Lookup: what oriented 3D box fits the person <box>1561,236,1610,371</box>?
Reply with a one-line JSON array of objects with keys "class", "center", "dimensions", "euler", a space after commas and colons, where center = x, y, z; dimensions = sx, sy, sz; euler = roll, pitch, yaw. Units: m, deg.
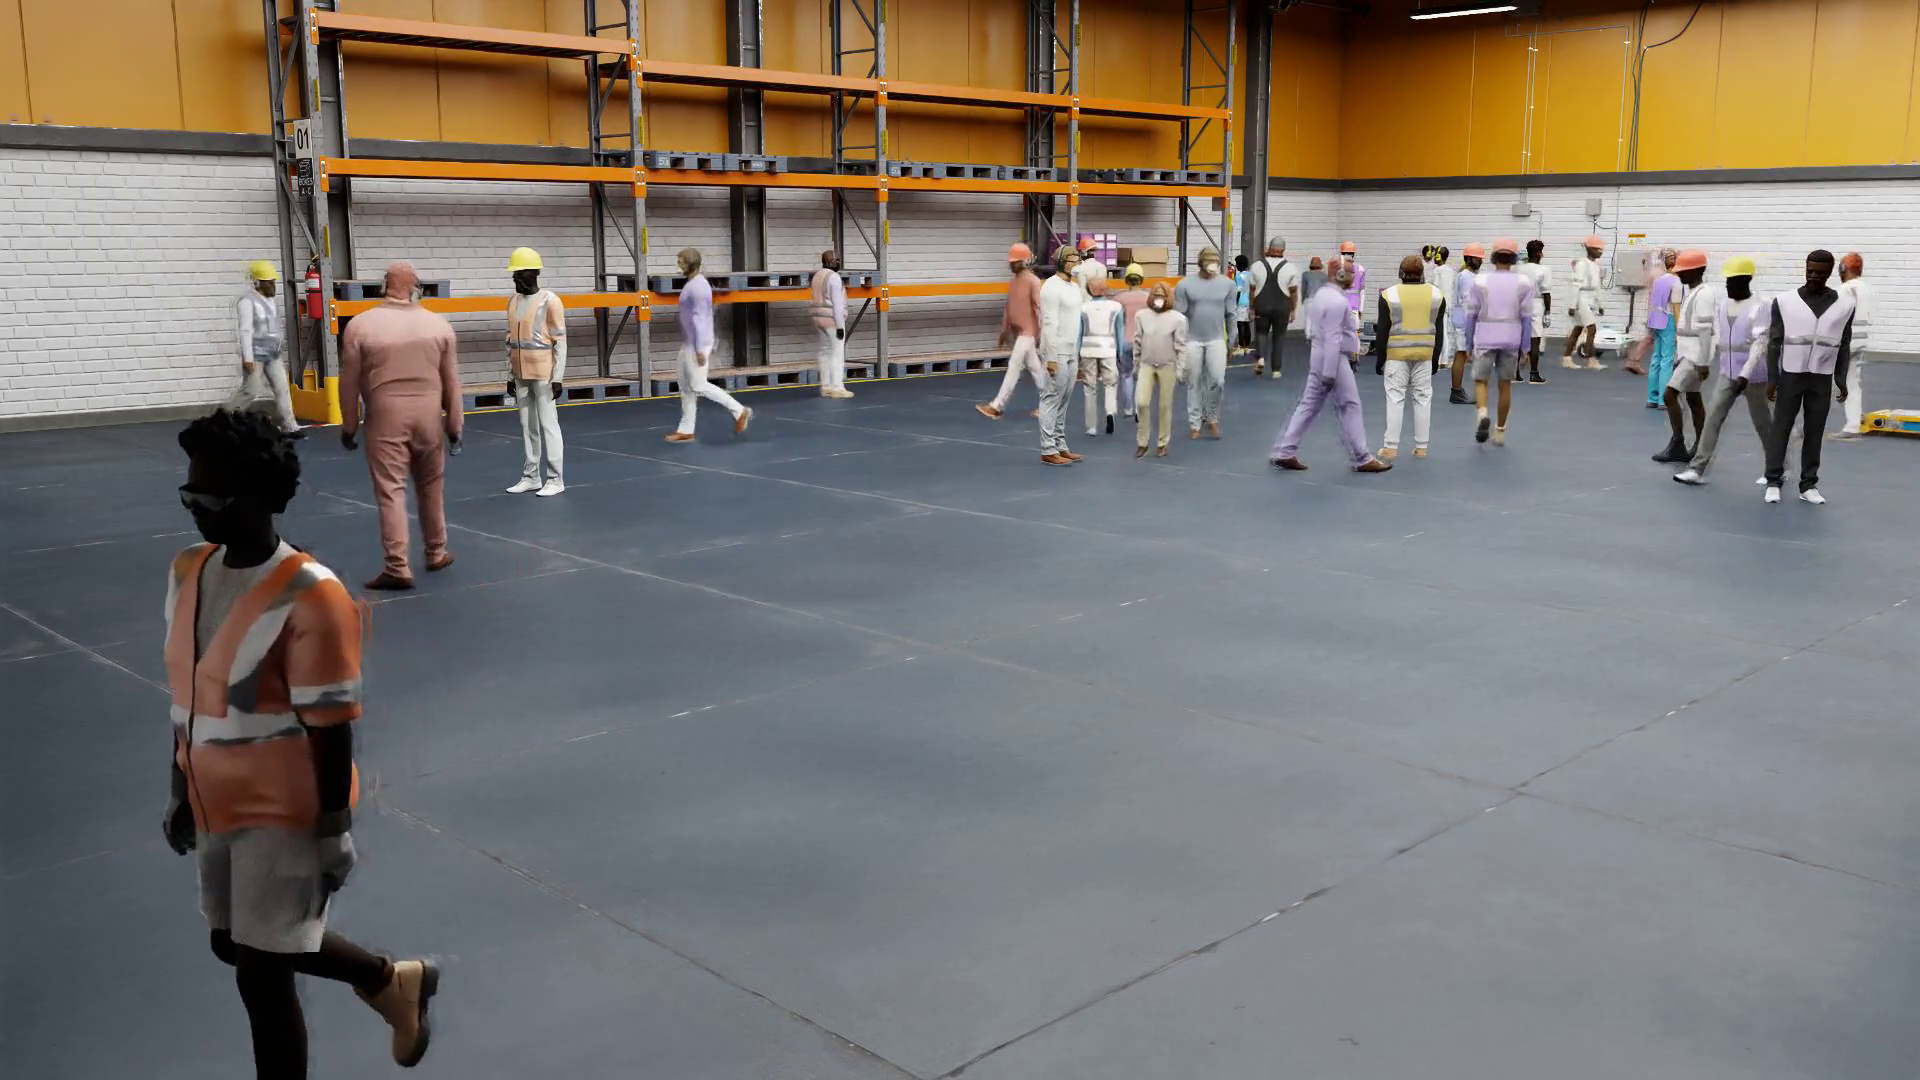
[{"class": "person", "center": [9.416, -3.508, 24.760], "dimensions": [0.893, 2.001, 0.630], "euler": [8, 13, 37]}]

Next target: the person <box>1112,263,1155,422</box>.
[{"class": "person", "center": [1.916, -2.172, 18.257], "dimensions": [0.519, 1.723, 0.926], "euler": [2, 11, 9]}]

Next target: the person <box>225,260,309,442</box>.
[{"class": "person", "center": [-6.901, -1.837, 16.282], "dimensions": [0.879, 1.788, 0.632], "euler": [2, 11, 11]}]

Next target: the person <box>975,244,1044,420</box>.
[{"class": "person", "center": [0.638, -2.285, 18.320], "dimensions": [1.076, 1.922, 0.657], "euler": [-5, 11, -24]}]

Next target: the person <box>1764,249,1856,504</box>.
[{"class": "person", "center": [6.419, -1.232, 12.604], "dimensions": [0.590, 1.917, 0.396], "euler": [2, 11, 11]}]

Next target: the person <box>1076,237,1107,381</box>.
[{"class": "person", "center": [1.787, -3.199, 23.120], "dimensions": [0.400, 1.989, 0.623], "euler": [9, 14, 40]}]

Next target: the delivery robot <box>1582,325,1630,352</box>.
[{"class": "delivery robot", "center": [10.576, -3.281, 27.232], "dimensions": [0.707, 0.478, 0.477], "euler": [9, 13, 39]}]

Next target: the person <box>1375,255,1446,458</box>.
[{"class": "person", "center": [4.069, -1.657, 15.124], "dimensions": [0.627, 1.844, 0.429], "euler": [-1, 10, -4]}]

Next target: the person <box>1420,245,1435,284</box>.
[{"class": "person", "center": [8.367, -4.384, 29.982], "dimensions": [0.466, 1.845, 0.539], "euler": [1, 10, 5]}]

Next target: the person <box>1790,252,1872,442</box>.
[{"class": "person", "center": [8.686, -1.910, 16.491], "dimensions": [0.601, 1.848, 0.796], "euler": [-7, 12, -32]}]

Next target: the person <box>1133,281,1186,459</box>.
[{"class": "person", "center": [1.786, -1.532, 15.054], "dimensions": [0.507, 1.606, 0.607], "euler": [4, 11, 19]}]

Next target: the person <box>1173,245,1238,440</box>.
[{"class": "person", "center": [2.400, -1.938, 16.446], "dimensions": [0.680, 1.926, 0.489], "euler": [1, 10, 5]}]

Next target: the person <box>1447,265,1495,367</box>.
[{"class": "person", "center": [7.795, -3.456, 25.309], "dimensions": [0.811, 1.695, 0.499], "euler": [4, 11, 23]}]

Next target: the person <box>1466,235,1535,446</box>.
[{"class": "person", "center": [5.128, -1.880, 15.834], "dimensions": [0.609, 2.028, 0.652], "euler": [2, 11, 13]}]

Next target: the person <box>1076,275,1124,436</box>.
[{"class": "person", "center": [1.380, -1.824, 16.620], "dimensions": [0.525, 1.617, 0.557], "euler": [0, 10, 1]}]

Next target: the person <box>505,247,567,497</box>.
[{"class": "person", "center": [-3.320, -1.298, 12.931], "dimensions": [0.595, 1.925, 0.372], "euler": [7, 12, 33]}]

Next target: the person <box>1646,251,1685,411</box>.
[{"class": "person", "center": [8.198, -2.425, 19.299], "dimensions": [0.384, 1.845, 0.569], "euler": [-1, 10, -4]}]

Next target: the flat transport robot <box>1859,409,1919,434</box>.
[{"class": "flat transport robot", "center": [9.794, -1.162, 16.709], "dimensions": [0.652, 0.197, 1.431], "euler": [-10, 14, -44]}]

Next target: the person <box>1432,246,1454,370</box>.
[{"class": "person", "center": [7.209, -3.487, 25.054], "dimensions": [0.532, 1.867, 0.333], "euler": [-10, 14, -44]}]

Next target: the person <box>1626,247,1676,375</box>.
[{"class": "person", "center": [10.087, -3.273, 23.888], "dimensions": [0.985, 1.867, 0.636], "euler": [7, 13, 35]}]

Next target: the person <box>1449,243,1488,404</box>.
[{"class": "person", "center": [6.119, -2.605, 20.044], "dimensions": [0.376, 1.932, 0.543], "euler": [3, 11, 14]}]

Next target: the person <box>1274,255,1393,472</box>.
[{"class": "person", "center": [3.175, -1.495, 14.211], "dimensions": [0.988, 1.864, 0.649], "euler": [0, 10, -3]}]

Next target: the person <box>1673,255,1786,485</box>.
[{"class": "person", "center": [6.314, -1.357, 13.424], "dimensions": [1.021, 1.871, 0.591], "euler": [-4, 11, -22]}]

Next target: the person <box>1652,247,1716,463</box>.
[{"class": "person", "center": [6.413, -1.622, 14.741], "dimensions": [0.658, 1.906, 0.581], "euler": [3, 11, 14]}]

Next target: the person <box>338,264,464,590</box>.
[{"class": "person", "center": [-3.257, -0.664, 9.730], "dimensions": [0.687, 1.860, 0.791], "euler": [-7, 12, -32]}]

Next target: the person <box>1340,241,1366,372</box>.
[{"class": "person", "center": [5.705, -3.445, 24.609], "dimensions": [0.552, 1.937, 0.356], "euler": [-2, 11, -11]}]

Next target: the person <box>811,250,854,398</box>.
[{"class": "person", "center": [-1.616, -2.701, 20.828], "dimensions": [0.429, 1.840, 0.648], "euler": [-6, 12, -31]}]

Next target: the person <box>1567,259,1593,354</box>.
[{"class": "person", "center": [10.517, -3.933, 28.117], "dimensions": [0.546, 1.615, 0.434], "euler": [-4, 11, -21]}]

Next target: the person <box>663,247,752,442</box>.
[{"class": "person", "center": [-2.495, -1.896, 16.246], "dimensions": [0.787, 1.915, 0.634], "euler": [-3, 11, -15]}]

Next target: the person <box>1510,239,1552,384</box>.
[{"class": "person", "center": [7.773, -3.103, 22.668], "dimensions": [0.361, 1.965, 0.613], "euler": [-10, 14, -42]}]

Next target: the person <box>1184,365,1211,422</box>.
[{"class": "person", "center": [2.594, -2.061, 17.951], "dimensions": [0.395, 1.616, 0.512], "euler": [1, 10, 5]}]

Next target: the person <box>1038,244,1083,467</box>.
[{"class": "person", "center": [0.901, -1.625, 14.685], "dimensions": [0.379, 1.940, 0.629], "euler": [5, 11, 25]}]

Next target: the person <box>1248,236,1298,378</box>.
[{"class": "person", "center": [4.470, -3.326, 23.681], "dimensions": [0.698, 2.000, 0.537], "euler": [3, 11, 17]}]

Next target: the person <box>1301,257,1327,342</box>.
[{"class": "person", "center": [6.706, -4.550, 31.522], "dimensions": [0.511, 1.616, 0.519], "euler": [4, 11, 22]}]

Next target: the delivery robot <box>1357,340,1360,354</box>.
[{"class": "delivery robot", "center": [6.040, -3.089, 26.188], "dimensions": [0.477, 0.478, 0.707], "euler": [0, 10, -3]}]

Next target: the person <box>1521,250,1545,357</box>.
[{"class": "person", "center": [9.602, -3.951, 27.778], "dimensions": [0.493, 1.803, 0.631], "euler": [1, 10, 6]}]

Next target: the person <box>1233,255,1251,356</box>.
[{"class": "person", "center": [4.755, -3.952, 28.044], "dimensions": [0.319, 1.693, 0.532], "euler": [7, 12, 34]}]

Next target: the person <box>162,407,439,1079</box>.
[{"class": "person", "center": [-1.414, 0.541, 3.547], "dimensions": [0.534, 1.677, 0.681], "euler": [7, 13, 35]}]
